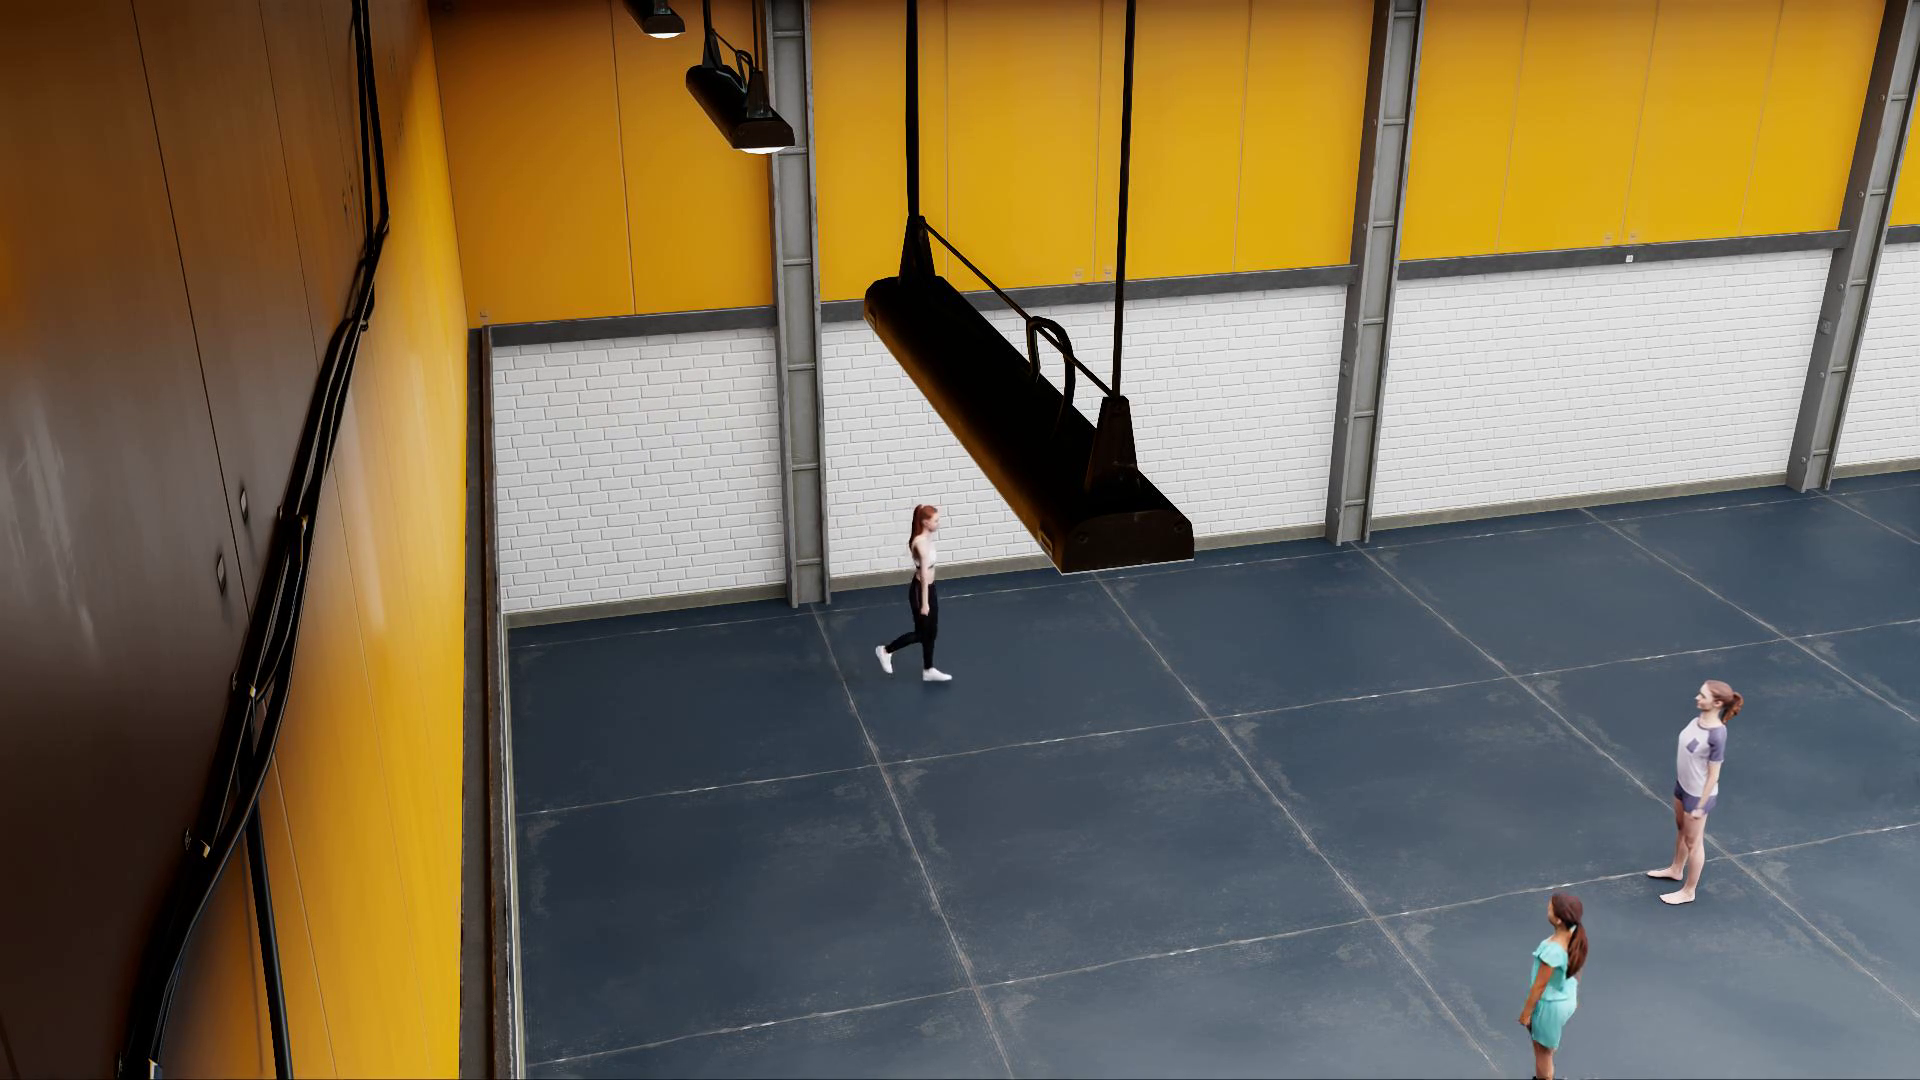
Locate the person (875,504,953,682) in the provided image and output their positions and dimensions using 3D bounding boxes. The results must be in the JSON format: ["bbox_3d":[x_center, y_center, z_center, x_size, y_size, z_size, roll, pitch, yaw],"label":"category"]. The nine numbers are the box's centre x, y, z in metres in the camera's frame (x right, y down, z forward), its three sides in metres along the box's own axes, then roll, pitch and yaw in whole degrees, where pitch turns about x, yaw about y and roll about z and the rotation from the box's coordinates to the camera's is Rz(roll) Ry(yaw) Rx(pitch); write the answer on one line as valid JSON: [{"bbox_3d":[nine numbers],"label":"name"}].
[{"bbox_3d":[-0.414,0.504,14.966,1.014,1.732,0.810,3,24,6],"label":"person"}]

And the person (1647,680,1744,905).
[{"bbox_3d":[5.308,1.792,11.977,0.675,1.767,0.664,3,24,7],"label":"person"}]

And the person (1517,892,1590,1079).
[{"bbox_3d":[3.602,2.799,9.940,0.623,1.554,0.714,-18,30,-36],"label":"person"}]
